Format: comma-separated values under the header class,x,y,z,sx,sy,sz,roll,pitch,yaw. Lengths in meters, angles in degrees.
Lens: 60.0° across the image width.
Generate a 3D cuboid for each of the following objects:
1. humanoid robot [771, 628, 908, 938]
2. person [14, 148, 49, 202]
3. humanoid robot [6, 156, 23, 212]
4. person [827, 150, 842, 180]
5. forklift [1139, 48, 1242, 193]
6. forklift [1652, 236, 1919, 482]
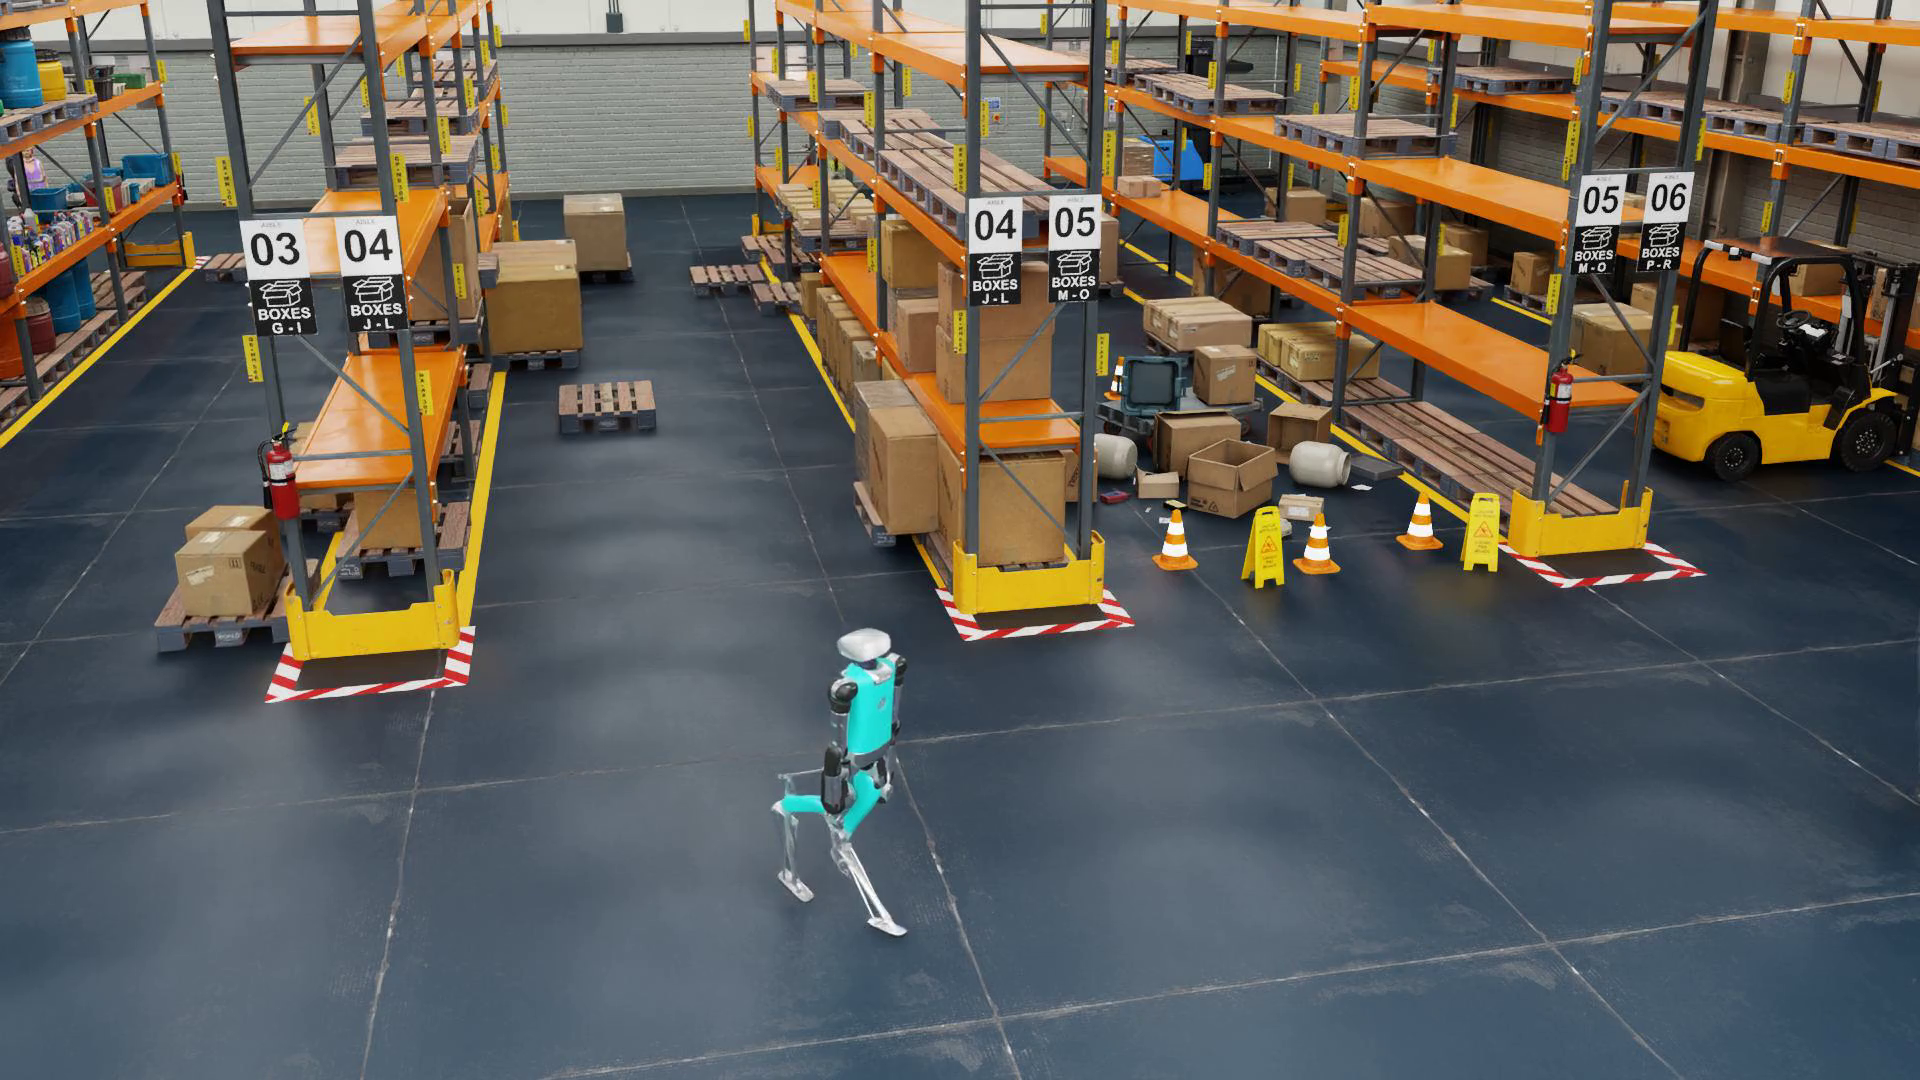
class,x,y,z,sx,sy,sz,roll,pitch,yaw
humanoid robot,-0.699,1.240,8.819,1.027,1.763,0.541,15,25,34
person,-15.303,-5.693,27.484,0.492,1.692,0.340,-17,26,-38
humanoid robot,-15.824,-5.861,27.970,0.347,1.644,0.613,-7,22,-18
person,-2.254,-6.853,30.629,0.718,1.670,0.529,-1,20,-4
forklift,4.566,-8.313,32.860,1.873,2.768,1.129,-4,21,-12
forklift,8.013,-1.814,16.330,2.313,2.155,1.214,-4,21,-12
